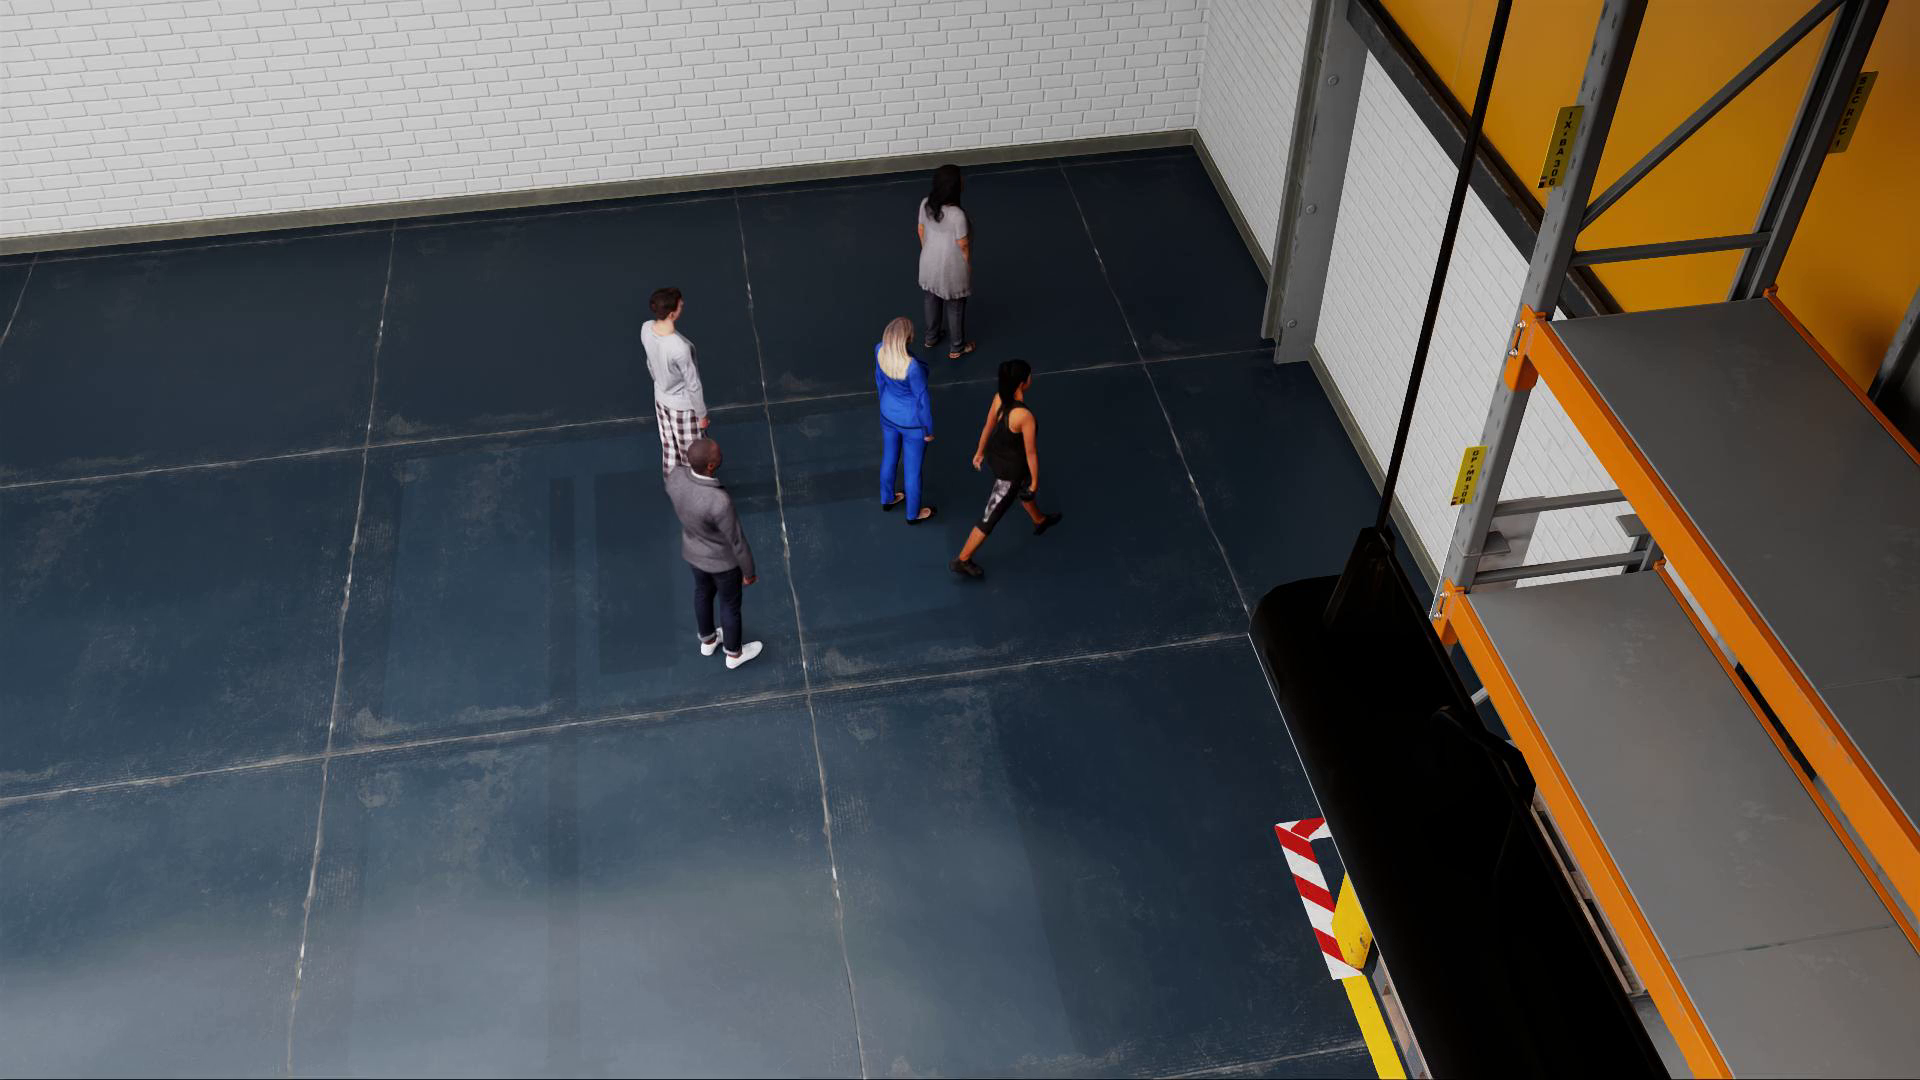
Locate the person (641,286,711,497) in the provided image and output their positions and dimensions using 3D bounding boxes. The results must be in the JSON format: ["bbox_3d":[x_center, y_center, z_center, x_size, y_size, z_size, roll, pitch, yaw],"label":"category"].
[{"bbox_3d":[-1.928,-0.946,11.389,0.672,1.847,0.766,33,53,30],"label":"person"}]

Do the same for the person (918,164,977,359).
[{"bbox_3d":[-0.113,-2.146,12.820,0.776,1.612,0.840,29,51,27],"label":"person"}]

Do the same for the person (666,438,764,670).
[{"bbox_3d":[-1.558,0.089,10.326,0.786,1.816,0.869,30,51,28],"label":"person"}]

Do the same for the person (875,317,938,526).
[{"bbox_3d":[-0.391,-0.821,11.365,0.685,1.701,0.775,33,53,30],"label":"person"}]

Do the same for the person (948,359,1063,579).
[{"bbox_3d":[0.254,-0.454,11.046,0.917,1.609,1.200,-19,47,-19],"label":"person"}]
